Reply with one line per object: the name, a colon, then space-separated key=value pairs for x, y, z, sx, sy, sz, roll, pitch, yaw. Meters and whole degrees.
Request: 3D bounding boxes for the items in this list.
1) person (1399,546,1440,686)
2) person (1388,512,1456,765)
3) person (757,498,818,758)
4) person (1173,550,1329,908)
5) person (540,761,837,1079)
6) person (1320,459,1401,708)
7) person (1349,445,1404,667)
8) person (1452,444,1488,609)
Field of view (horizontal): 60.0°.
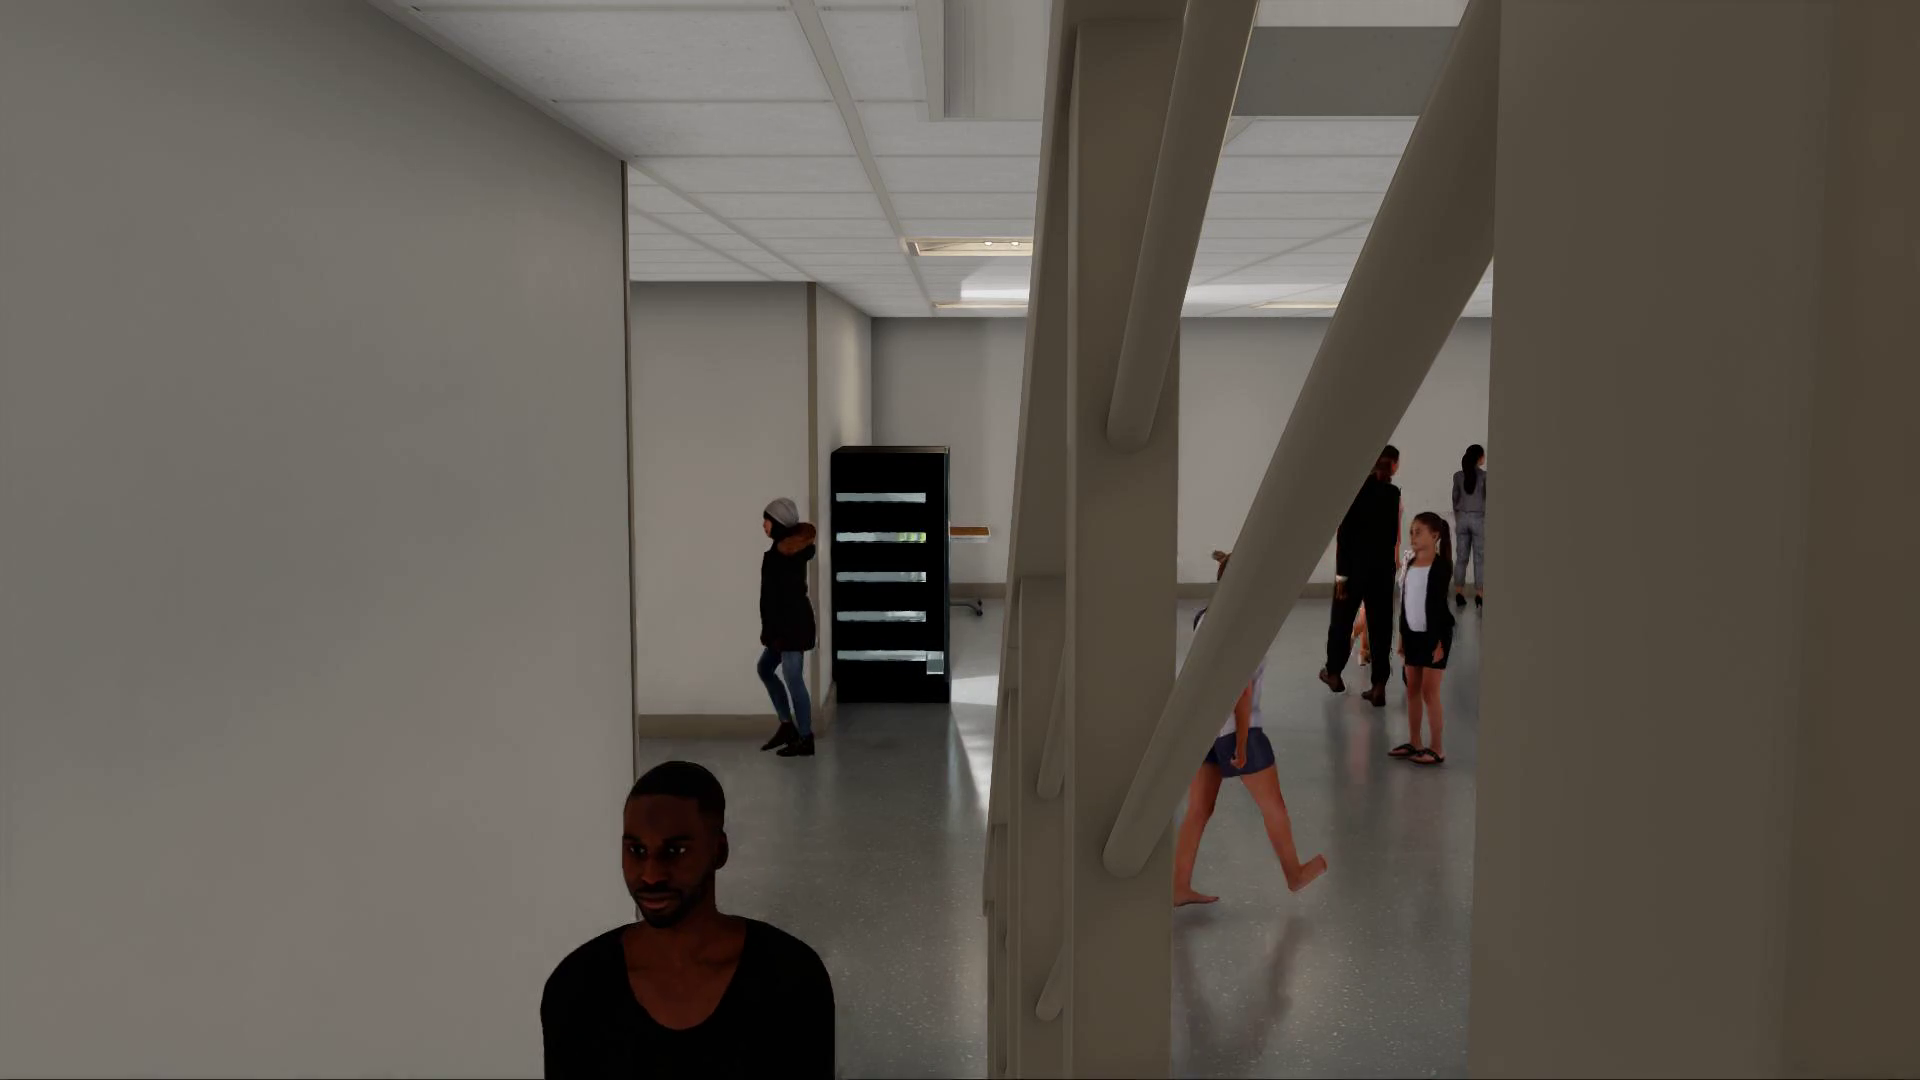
person: x=3.526 y=0.482 z=12.791 sx=0.786 sy=1.287 sz=0.981 roll=3 pitch=7 yaw=28
person: x=2.921 y=0.595 z=10.308 sx=0.724 sy=1.557 sz=0.647 roll=-3 pitch=6 yaw=-25
person: x=-0.999 y=0.550 z=10.437 sx=0.755 sy=1.621 sz=0.597 roll=-1 pitch=6 yaw=-12
person: x=1.122 y=0.879 z=7.386 sx=0.946 sy=1.577 sz=1.024 roll=-3 pitch=6 yaw=-27
person: x=-0.407 y=1.236 z=2.766 sx=0.665 sy=1.791 sz=0.767 roll=0 pitch=6 yaw=2
person: x=2.976 y=0.270 z=11.984 sx=0.755 sy=1.868 sz=1.117 roll=-1 pitch=6 yaw=-6
person: x=3.310 y=0.147 z=13.456 sx=0.919 sy=1.818 sz=0.885 roll=-4 pitch=7 yaw=-34
person: x=5.269 y=-0.148 z=17.090 sx=0.726 sy=1.679 sz=0.781 roll=5 pitch=8 yaw=43
